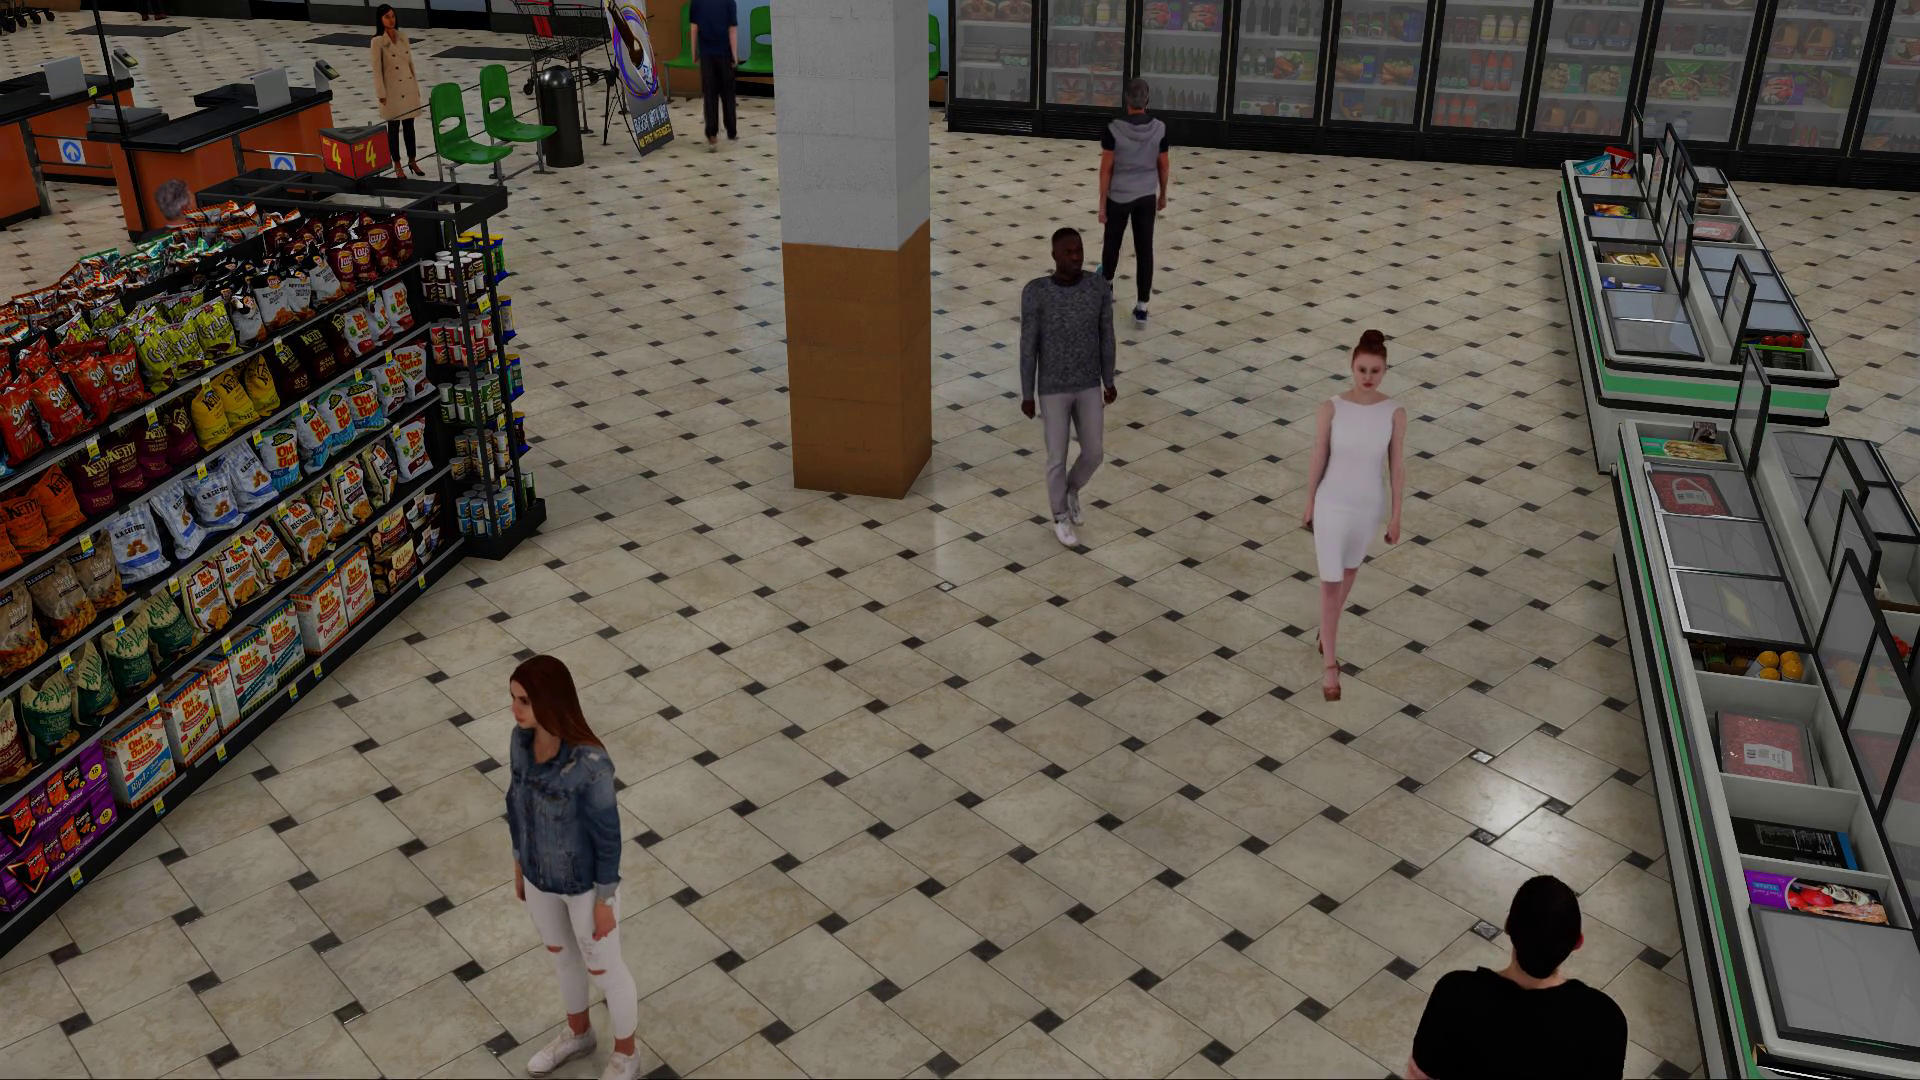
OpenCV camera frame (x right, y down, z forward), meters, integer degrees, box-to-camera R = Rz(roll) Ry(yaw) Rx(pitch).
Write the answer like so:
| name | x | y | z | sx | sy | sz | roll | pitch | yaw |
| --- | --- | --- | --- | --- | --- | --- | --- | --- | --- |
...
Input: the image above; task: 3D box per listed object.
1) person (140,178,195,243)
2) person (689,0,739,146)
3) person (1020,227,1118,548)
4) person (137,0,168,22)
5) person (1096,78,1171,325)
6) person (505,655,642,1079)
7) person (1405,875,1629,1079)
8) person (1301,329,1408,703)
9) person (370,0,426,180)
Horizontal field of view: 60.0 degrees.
| name | x | y | z | sx | sy | sz | roll | pitch | yaw |
| --- | --- | --- | --- | --- | --- | --- | --- | --- | --- |
| person | -4.599 | -1.283 | 10.091 | 0.689 | 1.841 | 0.569 | 7 | 28 | 14 |
| person | -2.593 | -5.109 | 17.625 | 0.843 | 1.850 | 1.089 | -1 | 27 | -2 |
| person | 0.592 | -0.881 | 9.310 | 0.849 | 1.830 | 0.855 | -5 | 27 | -10 |
| person | -12.179 | -8.612 | 24.669 | 0.710 | 1.727 | 0.686 | -5 | 27 | -9 |
| person | 1.330 | -2.515 | 12.592 | 1.010 | 1.776 | 1.283 | -3 | 27 | -6 |
| person | -1.277 | 1.115 | 5.515 | 0.675 | 1.702 | 0.625 | 16 | 31 | 29 |
| person | 1.400 | 1.697 | 4.349 | 0.694 | 1.719 | 1.068 | 6 | 27 | 11 |
| person | 1.867 | -0.168 | 7.978 | 0.706 | 1.763 | 1.033 | 2 | 27 | 5 |
| person | -5.585 | -4.443 | 16.497 | 0.761 | 1.682 | 0.602 | 19 | 33 | 33 |
